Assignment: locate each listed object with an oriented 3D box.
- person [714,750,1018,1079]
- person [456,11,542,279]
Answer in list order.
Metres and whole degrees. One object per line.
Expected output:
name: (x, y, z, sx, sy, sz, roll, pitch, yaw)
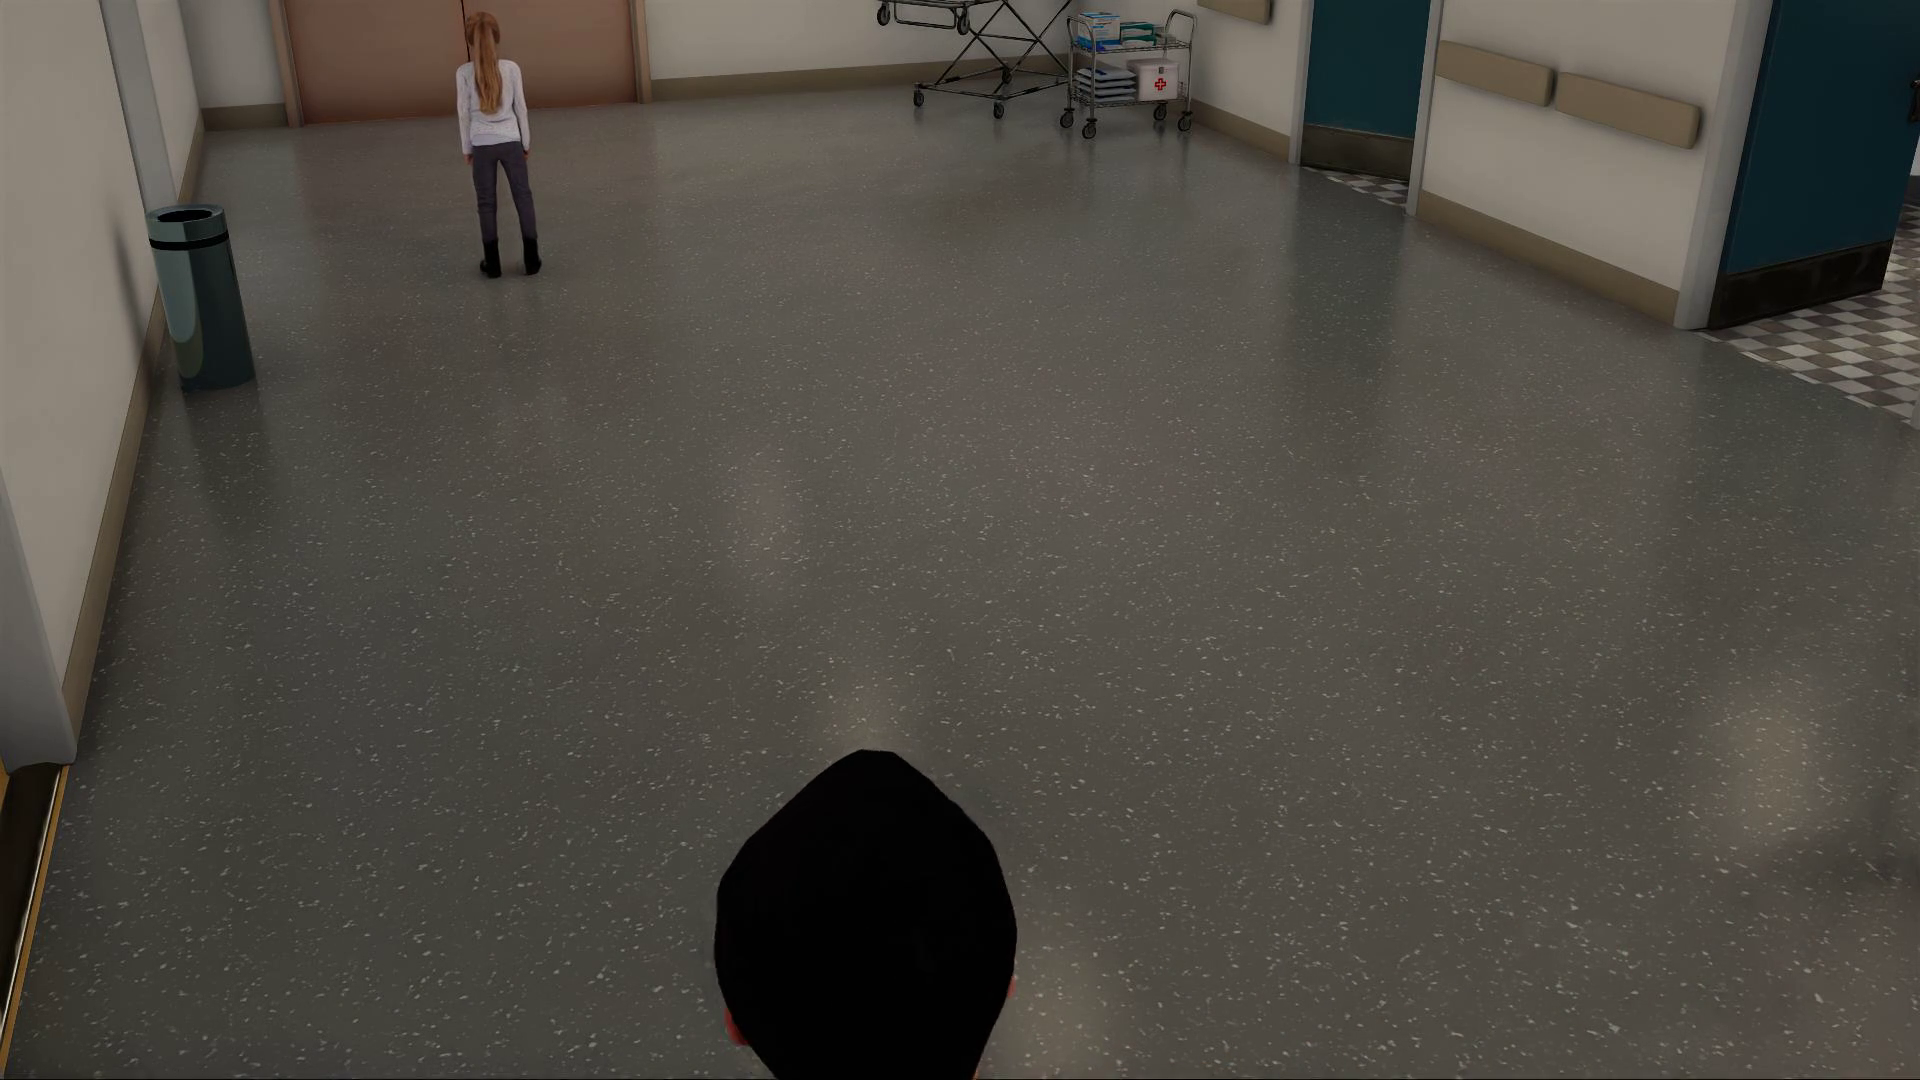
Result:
person: (-0.025, 1.006, 1.412, 0.728, 1.868, 0.624, -12, 28, -24)
person: (-2.289, -1.949, 8.222, 0.481, 1.275, 0.479, -8, 27, -16)
